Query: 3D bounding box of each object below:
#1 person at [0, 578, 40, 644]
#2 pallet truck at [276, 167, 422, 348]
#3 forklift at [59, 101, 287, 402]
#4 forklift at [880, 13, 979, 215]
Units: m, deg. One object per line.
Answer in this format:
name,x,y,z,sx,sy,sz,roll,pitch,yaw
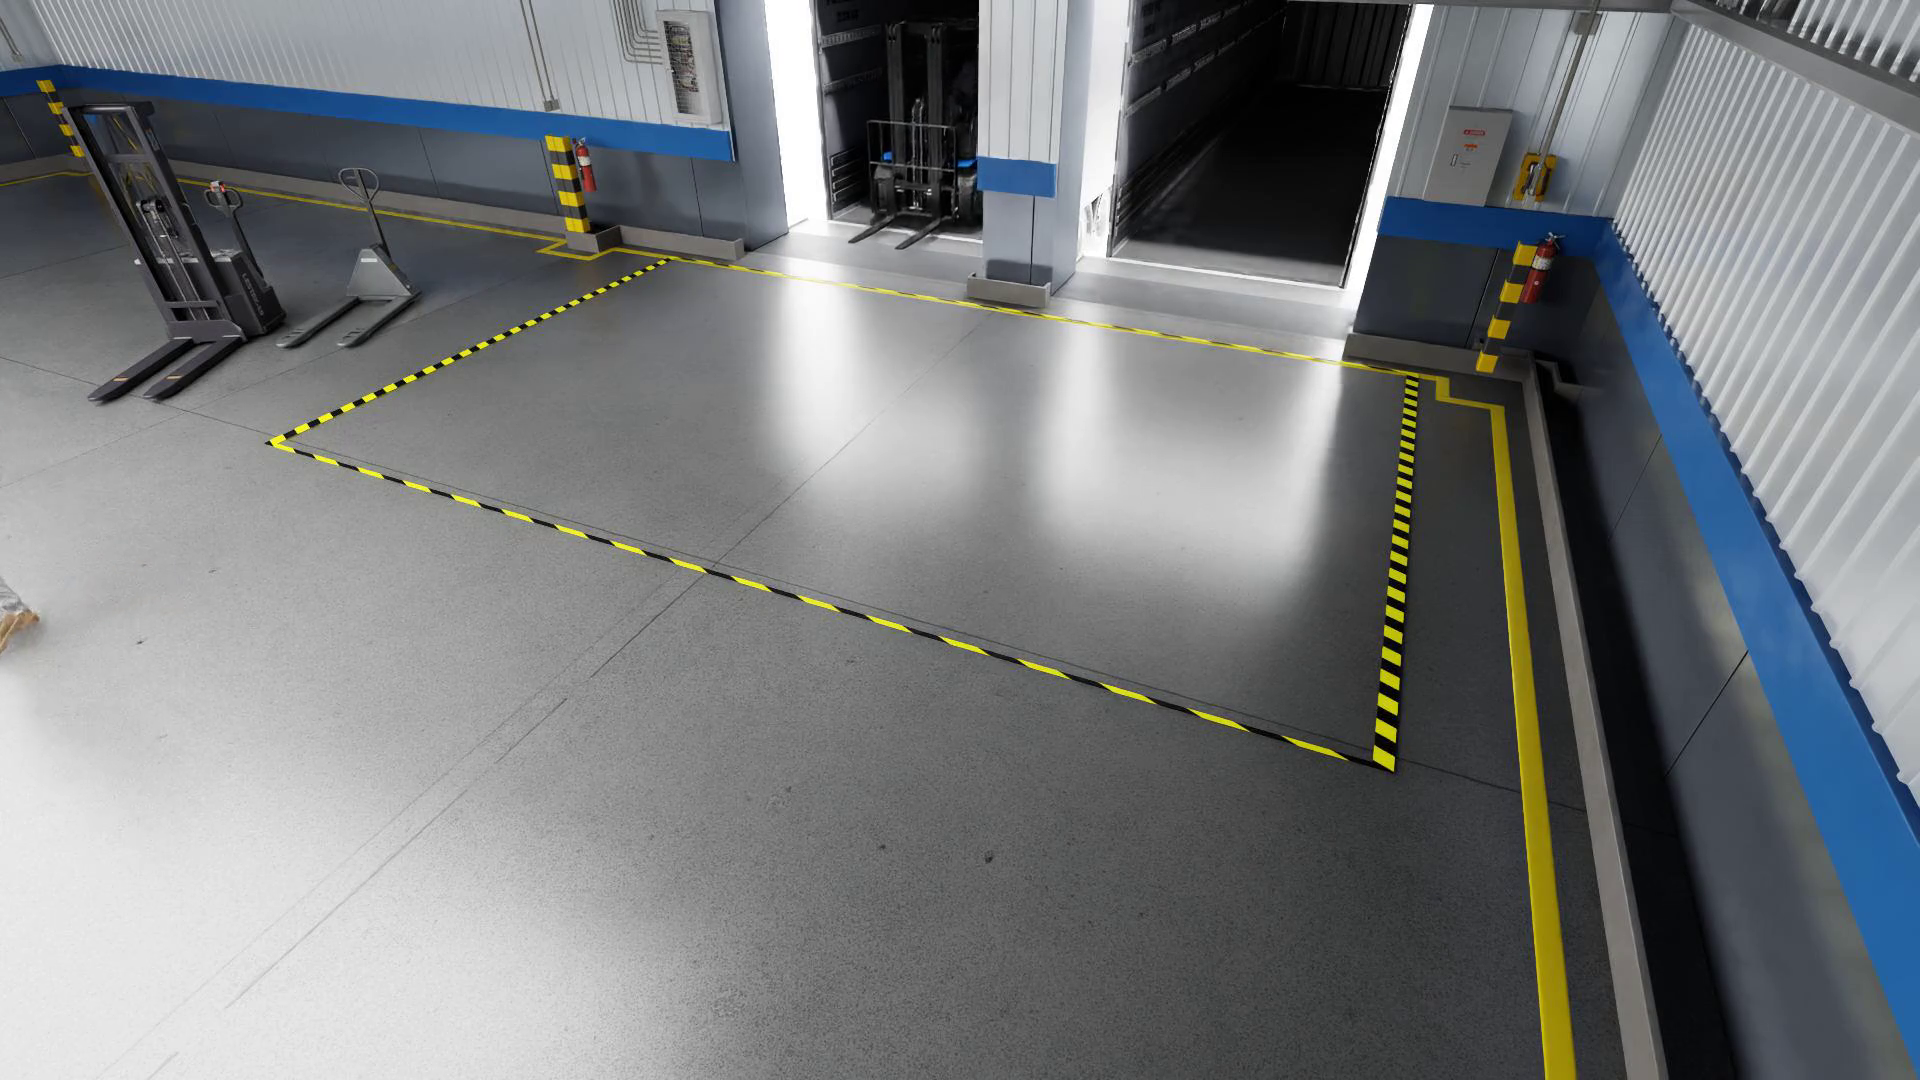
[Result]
person,-5.152,-0.145,4.388,0.721,1.808,0.504,10,36,14
pallet truck,-5.732,-2.611,8.414,0.680,1.201,1.601,-1,35,-1
forklift,-6.686,-2.387,7.434,0.823,1.965,1.885,-3,35,-5
forklift,-0.056,-5.354,11.360,1.157,2.036,2.680,13,37,18
